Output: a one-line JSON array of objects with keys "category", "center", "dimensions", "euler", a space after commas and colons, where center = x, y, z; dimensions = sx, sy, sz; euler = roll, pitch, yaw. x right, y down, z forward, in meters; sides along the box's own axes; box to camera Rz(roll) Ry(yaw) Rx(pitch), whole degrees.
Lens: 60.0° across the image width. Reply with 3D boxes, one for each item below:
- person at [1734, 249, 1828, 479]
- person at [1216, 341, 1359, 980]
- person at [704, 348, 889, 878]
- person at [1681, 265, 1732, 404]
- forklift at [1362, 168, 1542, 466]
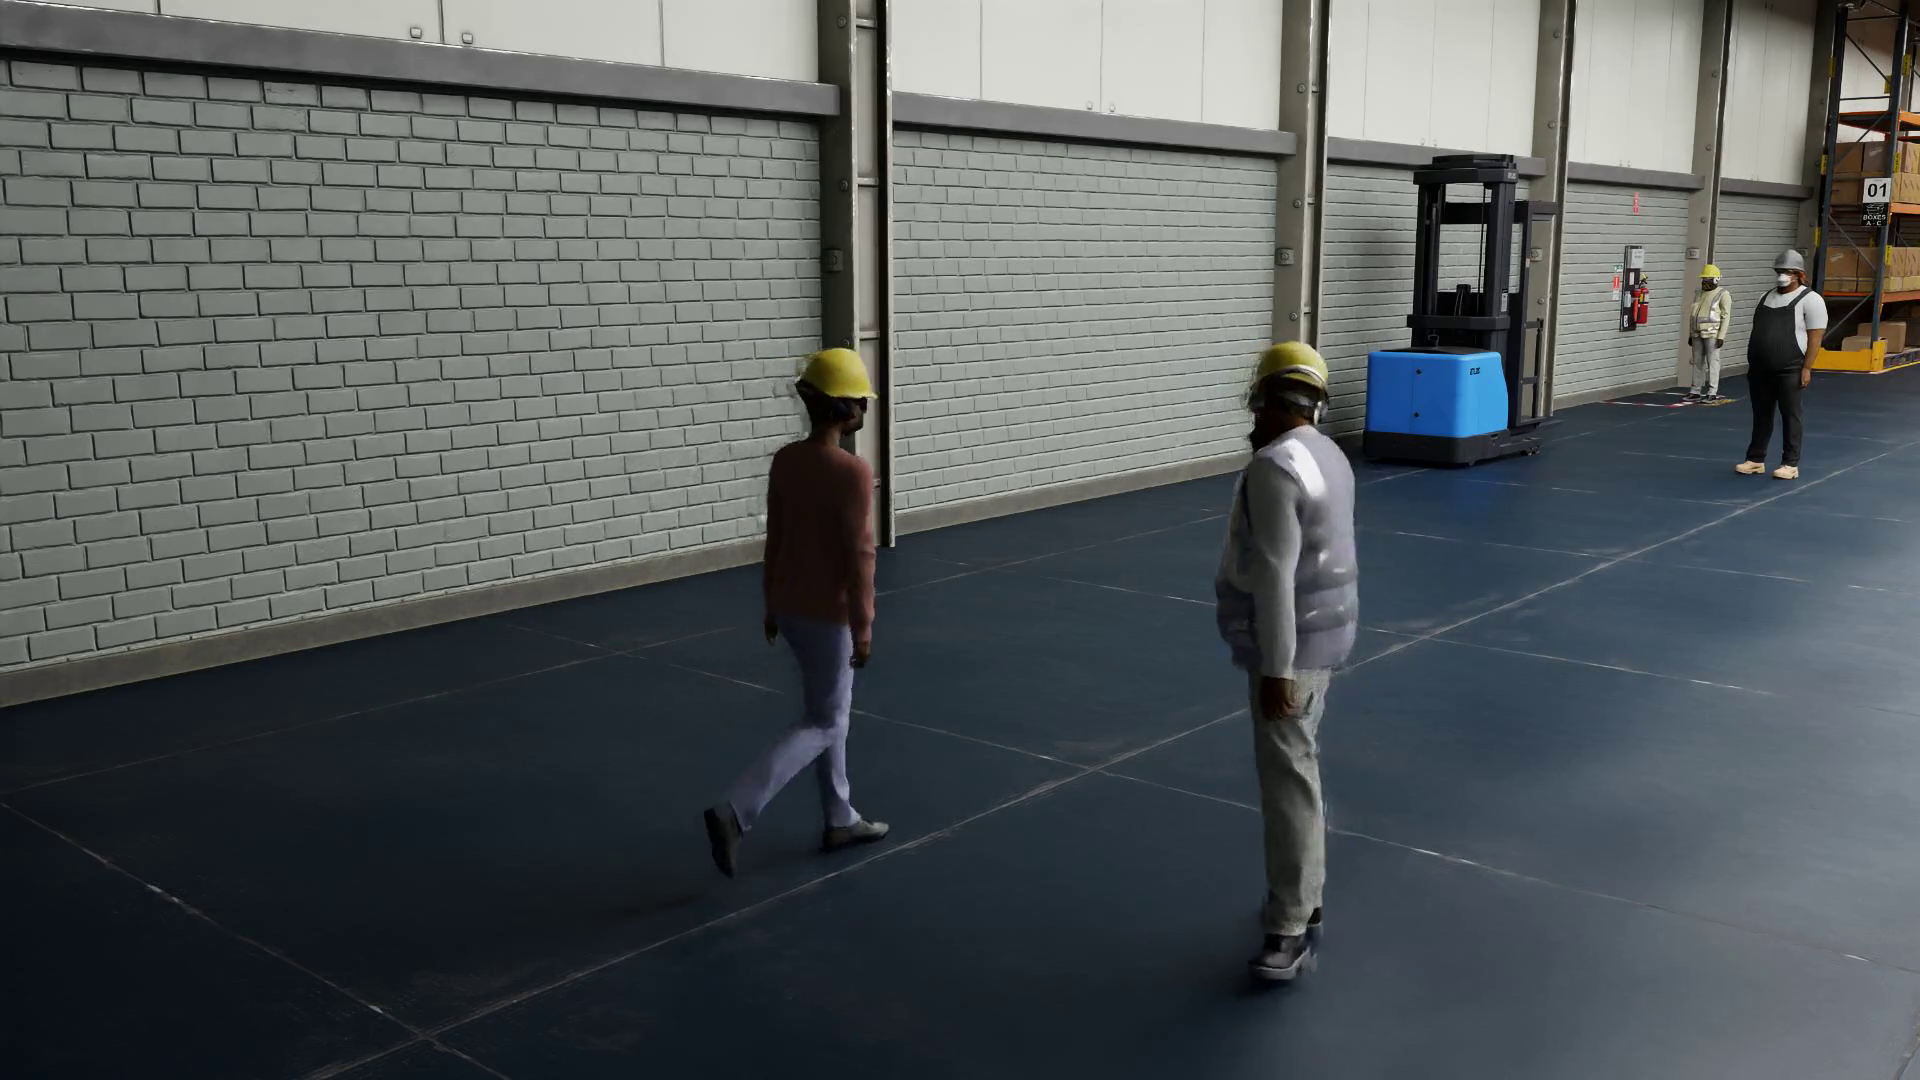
[{"category": "person", "center": [7.369, -1.566, 14.999], "dimensions": [0.537, 2.000, 0.682], "euler": [-5, 11, -27]}, {"category": "person", "center": [0.923, 0.331, 4.837], "dimensions": [0.407, 1.789, 0.735], "euler": [5, 11, 26]}, {"category": "person", "center": [-0.532, 0.242, 5.465], "dimensions": [0.739, 1.738, 0.531], "euler": [-8, 13, -37]}, {"category": "person", "center": [9.973, -2.753, 22.228], "dimensions": [0.404, 1.832, 0.597], "euler": [-4, 11, -23]}, {"category": "forklift", "center": [4.875, -2.212, 16.287], "dimensions": [1.129, 2.768, 1.873], "euler": [8, 13, 40]}]
